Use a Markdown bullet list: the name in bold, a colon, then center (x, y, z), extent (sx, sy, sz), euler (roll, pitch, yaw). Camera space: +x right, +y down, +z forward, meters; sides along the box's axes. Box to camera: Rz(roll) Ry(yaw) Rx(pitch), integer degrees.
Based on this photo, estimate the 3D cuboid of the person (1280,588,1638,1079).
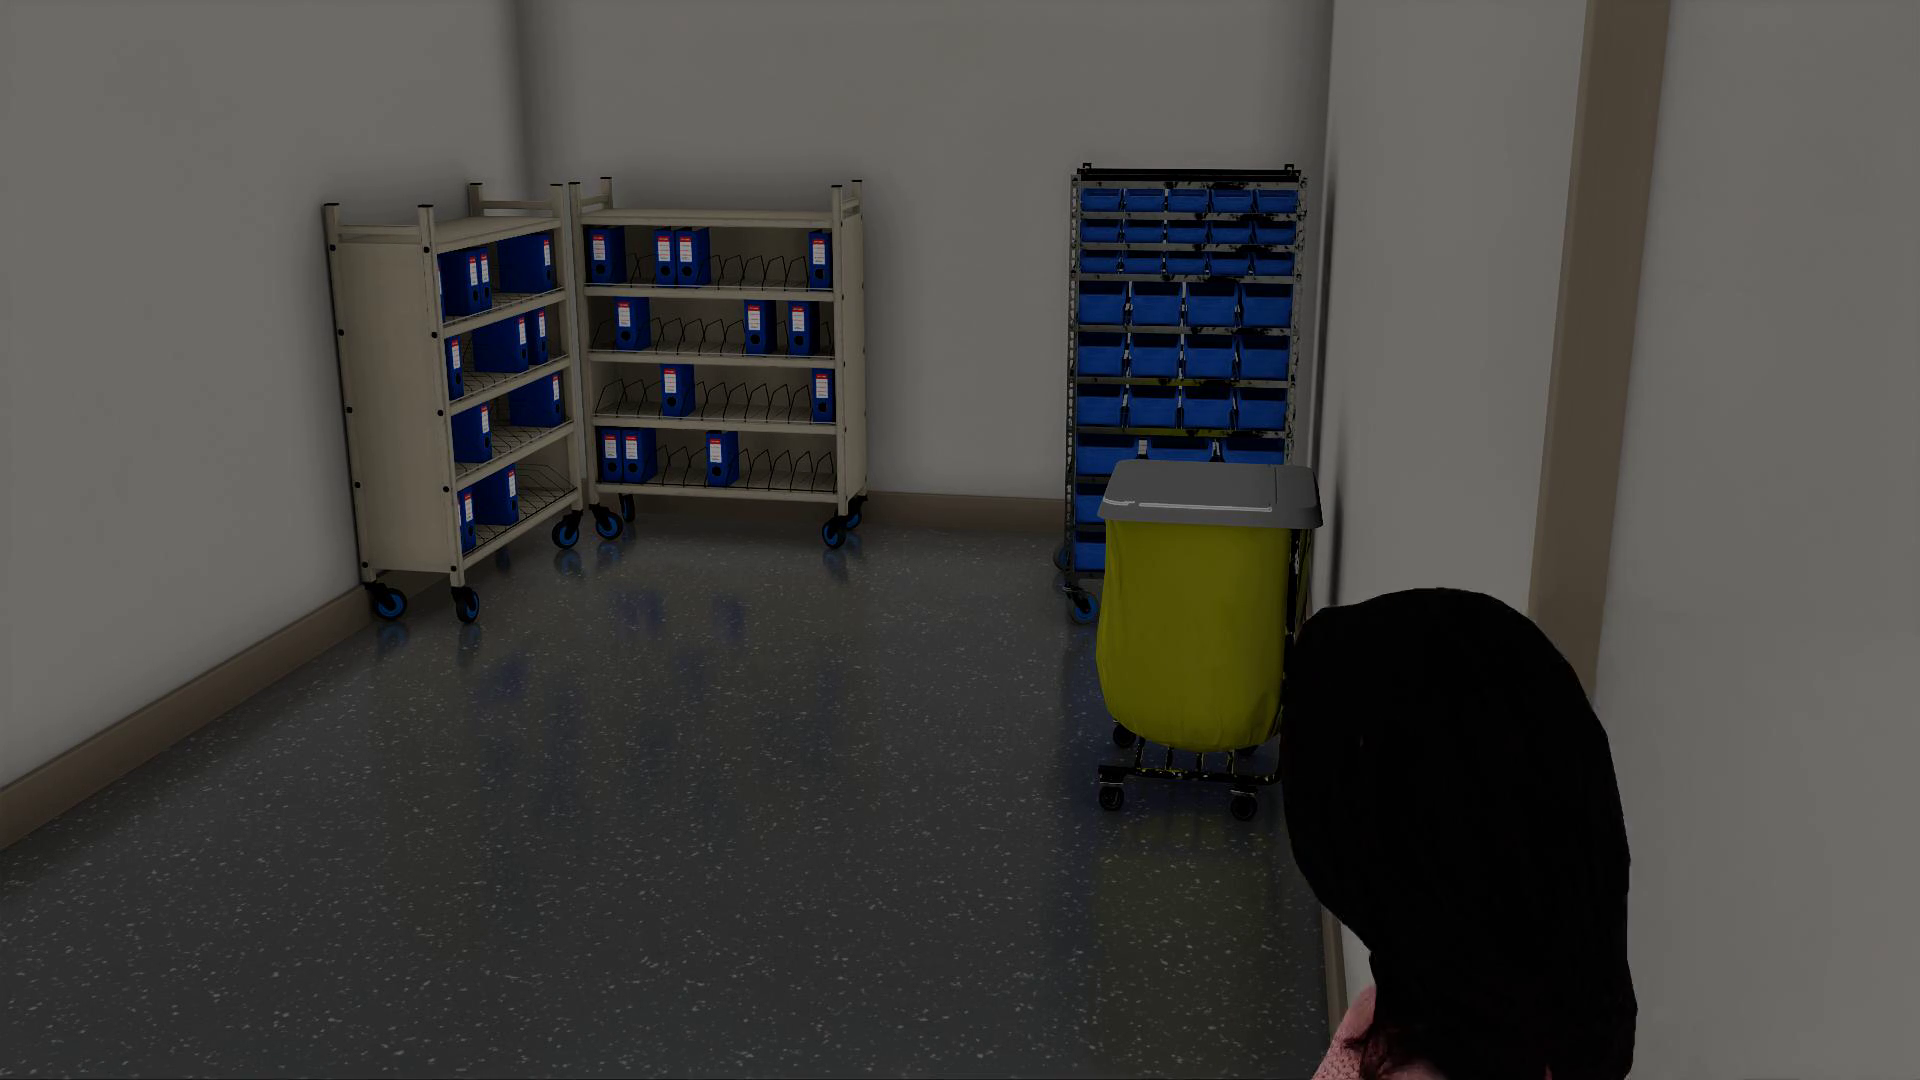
- **person**: center (0.456, 0.936, 1.308), extent (1.183, 1.701, 0.973), euler (10, 19, 32)
